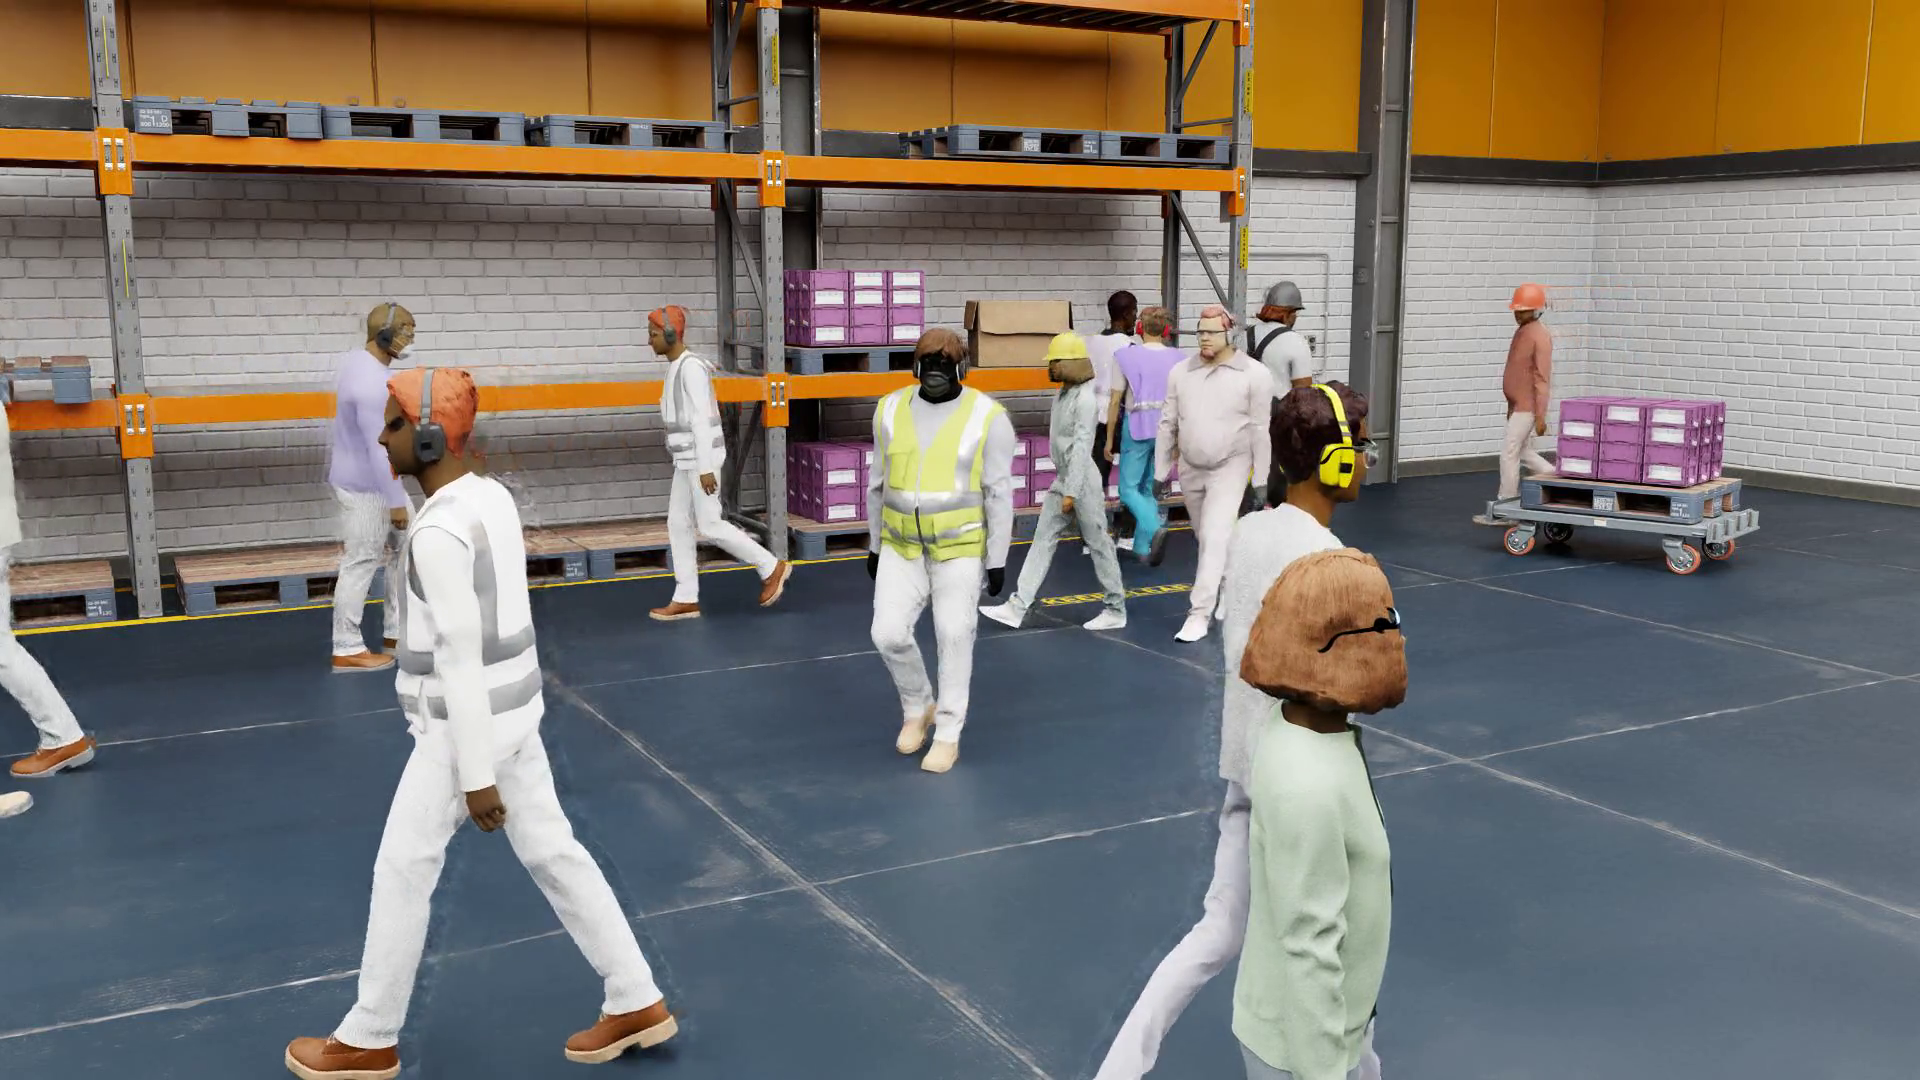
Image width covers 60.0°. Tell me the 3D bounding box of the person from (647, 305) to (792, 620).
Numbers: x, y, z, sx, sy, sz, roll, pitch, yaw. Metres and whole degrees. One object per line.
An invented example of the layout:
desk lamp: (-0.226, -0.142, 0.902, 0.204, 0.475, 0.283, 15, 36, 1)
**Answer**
person: (-1.455, -0.459, 9.836, 0.761, 1.855, 0.618, -4, 10, -23)

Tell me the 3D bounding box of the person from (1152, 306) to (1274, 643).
person: (1.446, -0.404, 9.503, 0.659, 1.862, 0.994, 7, 11, 36)

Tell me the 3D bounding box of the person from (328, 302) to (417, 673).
person: (-2.926, -0.252, 8.447, 0.677, 1.898, 0.659, -3, 10, -16)

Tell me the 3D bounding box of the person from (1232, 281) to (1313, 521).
person: (2.285, -0.914, 12.050, 1.037, 2.000, 0.684, -6, 11, -33)

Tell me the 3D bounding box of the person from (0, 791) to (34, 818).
person: (-3.830, 0.103, 5.910, 0.622, 2.028, 0.772, 8, 12, 41)

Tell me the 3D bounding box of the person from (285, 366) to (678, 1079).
person: (-1.204, 0.477, 4.203, 0.986, 1.840, 0.571, 1, 9, 4)

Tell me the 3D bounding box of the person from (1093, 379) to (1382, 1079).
person: (0.685, 0.546, 3.795, 0.946, 1.831, 0.527, -4, 10, -24)

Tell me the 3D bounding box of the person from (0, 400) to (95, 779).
person: (-3.955, 0.045, 6.617, 0.840, 1.911, 0.647, -4, 10, -24)

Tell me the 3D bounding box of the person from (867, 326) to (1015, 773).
person: (-0.088, 0.039, 6.864, 0.659, 1.831, 0.434, 3, 10, 19)

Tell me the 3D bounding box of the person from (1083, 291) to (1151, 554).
person: (1.170, -0.842, 12.037, 0.667, 1.896, 0.594, -5, 11, -29)

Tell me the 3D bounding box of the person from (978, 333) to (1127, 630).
person: (0.570, -0.311, 9.384, 0.887, 1.691, 0.510, -3, 10, -19)

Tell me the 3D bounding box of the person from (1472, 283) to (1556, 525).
person: (4.569, -1.066, 13.222, 0.775, 1.961, 0.638, 1, 9, 6)

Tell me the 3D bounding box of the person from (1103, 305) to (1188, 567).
person: (1.298, -0.701, 11.427, 0.594, 1.813, 0.710, -3, 10, -20)

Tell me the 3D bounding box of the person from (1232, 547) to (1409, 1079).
person: (0.580, 0.819, 2.713, 0.278, 1.636, 0.506, 2, 9, 10)
